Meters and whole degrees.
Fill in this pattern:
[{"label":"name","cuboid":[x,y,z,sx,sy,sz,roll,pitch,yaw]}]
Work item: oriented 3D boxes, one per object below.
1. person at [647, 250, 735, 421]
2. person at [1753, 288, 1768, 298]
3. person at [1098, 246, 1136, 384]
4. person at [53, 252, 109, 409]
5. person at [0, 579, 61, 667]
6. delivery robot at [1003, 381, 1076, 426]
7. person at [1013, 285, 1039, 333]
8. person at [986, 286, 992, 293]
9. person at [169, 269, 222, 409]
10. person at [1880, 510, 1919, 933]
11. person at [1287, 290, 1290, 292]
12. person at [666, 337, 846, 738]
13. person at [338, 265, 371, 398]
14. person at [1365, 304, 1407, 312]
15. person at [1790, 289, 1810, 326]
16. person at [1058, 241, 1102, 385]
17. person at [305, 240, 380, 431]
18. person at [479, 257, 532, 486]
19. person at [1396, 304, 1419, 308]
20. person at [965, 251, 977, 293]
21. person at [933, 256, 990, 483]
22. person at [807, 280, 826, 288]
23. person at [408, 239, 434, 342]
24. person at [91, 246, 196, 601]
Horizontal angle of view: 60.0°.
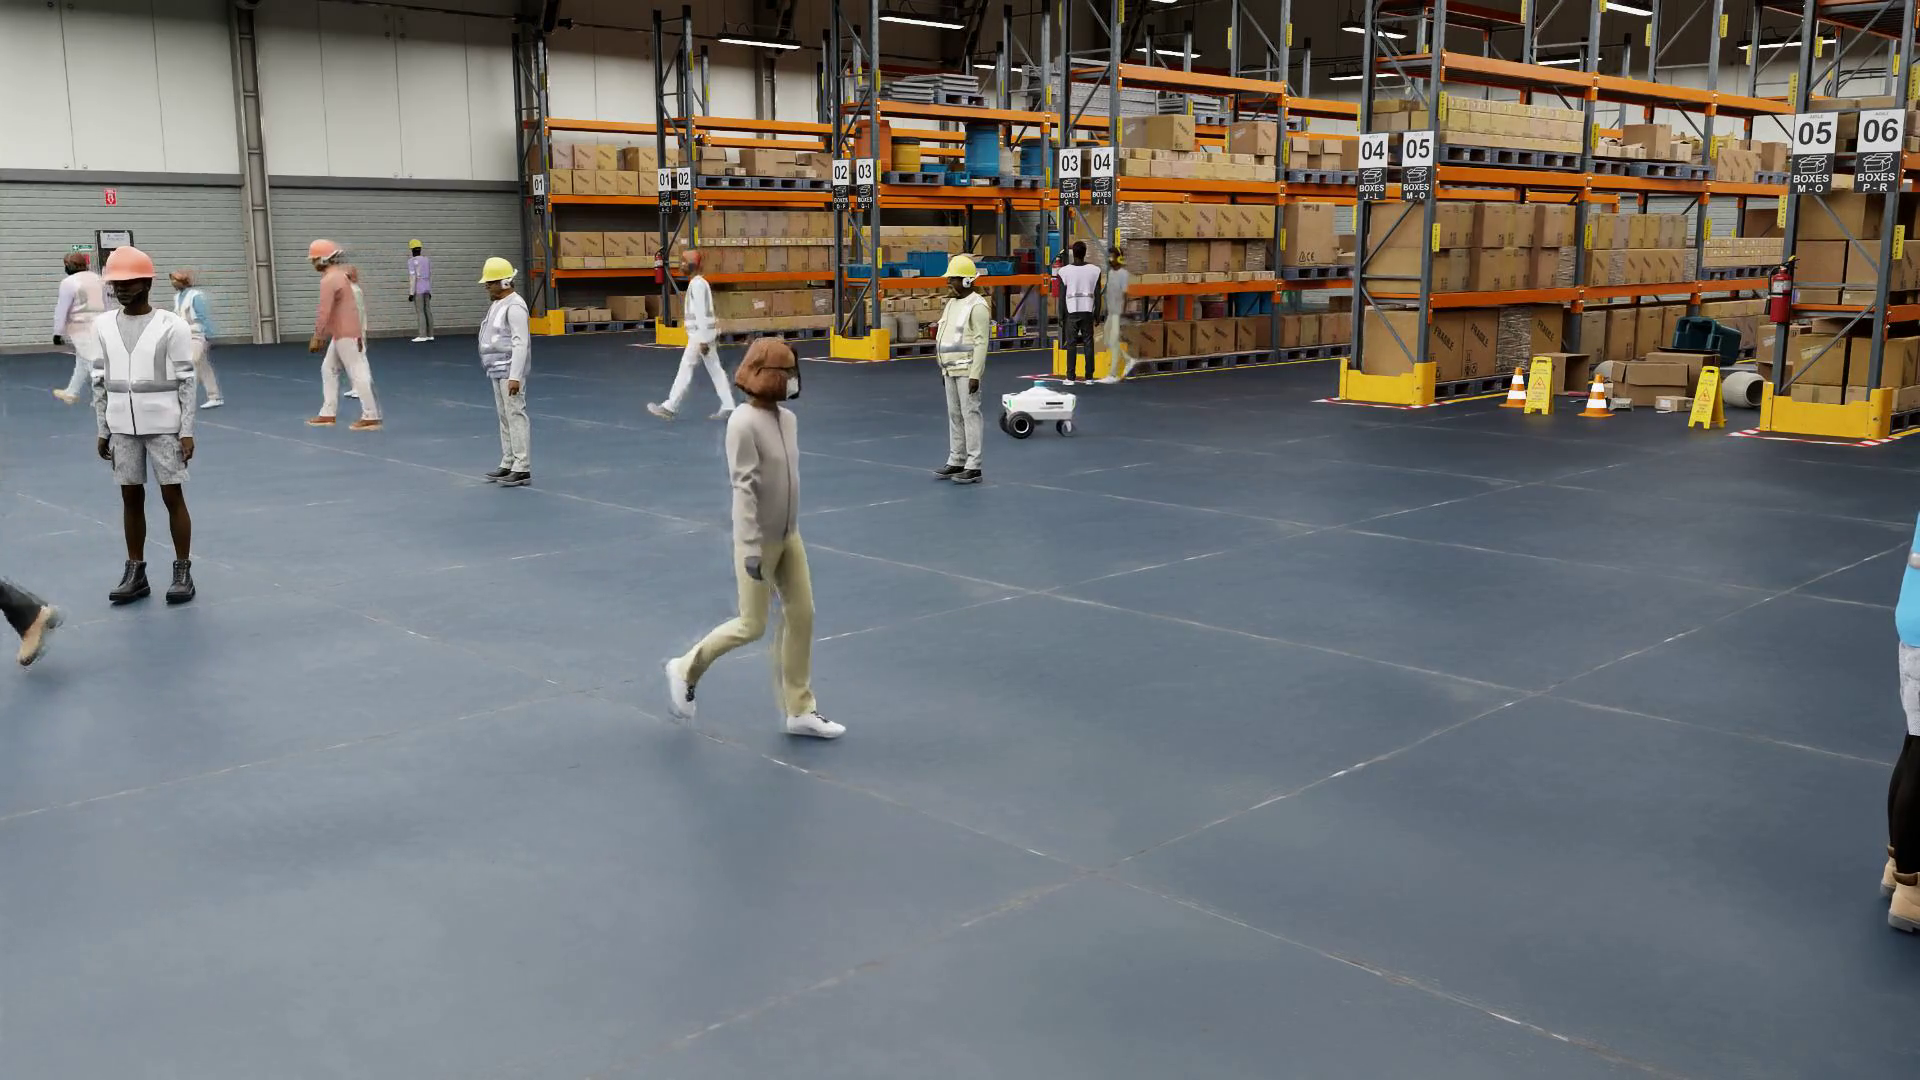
[{"label":"person","cuboid":[-2.897,-2.201,17.989,0.994,1.826,0.600,0,10,-2]},{"label":"person","cuboid":[15.942,-5.008,33.081,0.623,1.909,0.470,-10,14,-44]},{"label":"person","cuboid":[2.144,-3.067,22.653,0.536,1.854,0.552,-4,11,-21]},{"label":"person","cuboid":[-10.298,-2.435,19.354,0.935,1.794,0.661,2,11,10]},{"label":"person","cuboid":[-4.479,-0.235,7.339,0.520,1.823,0.857,8,13,36]},{"label":"delivery robot","cuboid":[0.799,-1.362,16.770,0.707,0.478,0.477,-2,10,-9]},{"label":"person","cuboid":[1.333,-5.056,33.915,0.951,1.707,0.529,-8,13,-36]},{"label":"person","cuboid":[0.892,-5.996,38.894,0.613,1.774,0.908,2,11,11]},{"label":"person","cuboid":[-8.873,-2.289,19.084,0.536,1.597,0.770,9,13,39]},{"label":"person","cuboid":[2.884,0.285,4.812,0.318,1.697,0.533,5,12,27]},{"label":"person","cuboid":[7.424,-5.791,37.854,0.826,1.731,0.520,-8,13,-38]},{"label":"person","cuboid":[-0.828,-0.011,6.648,0.668,1.609,0.501,5,11,24]},{"label":"person","cuboid":[-7.515,-2.584,20.621,0.312,1.636,0.518,-7,13,-35]},{"label":"person","cuboid":[5.451,-2.882,21.479,0.623,1.924,0.450,9,14,40]},{"label":"person","cuboid":[12.937,-3.667,25.699,0.360,1.939,0.543,-10,14,-43]},{"label":"person","cuboid":[1.606,-3.044,22.353,0.592,1.922,0.392,-1,10,-6]},{"label":"person","cuboid":[-6.443,-2.091,17.093,0.917,1.943,0.596,-2,11,-11]},{"label":"person","cuboid":[-3.675,-1.363,13.452,0.403,1.824,0.586,-6,12,-30]},{"label":"person","cuboid":[6.484,-3.344,24.094,0.361,1.883,0.574,-10,14,-44]},{"label":"person","cuboid":[0.160,-5.950,38.877,0.541,1.672,0.729,4,11,23]},{"label":"person","cuboid":[0.008,-1.394,13.598,0.404,1.833,0.590,-6,12,-28]},{"label":"person","cuboid":[-2.968,-5.454,35.289,0.612,1.997,0.375,3,11,14]},{"label":"person","cuboid":[-10.213,-4.710,31.427,0.383,1.924,0.589,4,11,21]},{"label":"person","cuboid":[-4.470,-0.625,9.118,0.542,1.938,0.358,-1,10,-3]}]
